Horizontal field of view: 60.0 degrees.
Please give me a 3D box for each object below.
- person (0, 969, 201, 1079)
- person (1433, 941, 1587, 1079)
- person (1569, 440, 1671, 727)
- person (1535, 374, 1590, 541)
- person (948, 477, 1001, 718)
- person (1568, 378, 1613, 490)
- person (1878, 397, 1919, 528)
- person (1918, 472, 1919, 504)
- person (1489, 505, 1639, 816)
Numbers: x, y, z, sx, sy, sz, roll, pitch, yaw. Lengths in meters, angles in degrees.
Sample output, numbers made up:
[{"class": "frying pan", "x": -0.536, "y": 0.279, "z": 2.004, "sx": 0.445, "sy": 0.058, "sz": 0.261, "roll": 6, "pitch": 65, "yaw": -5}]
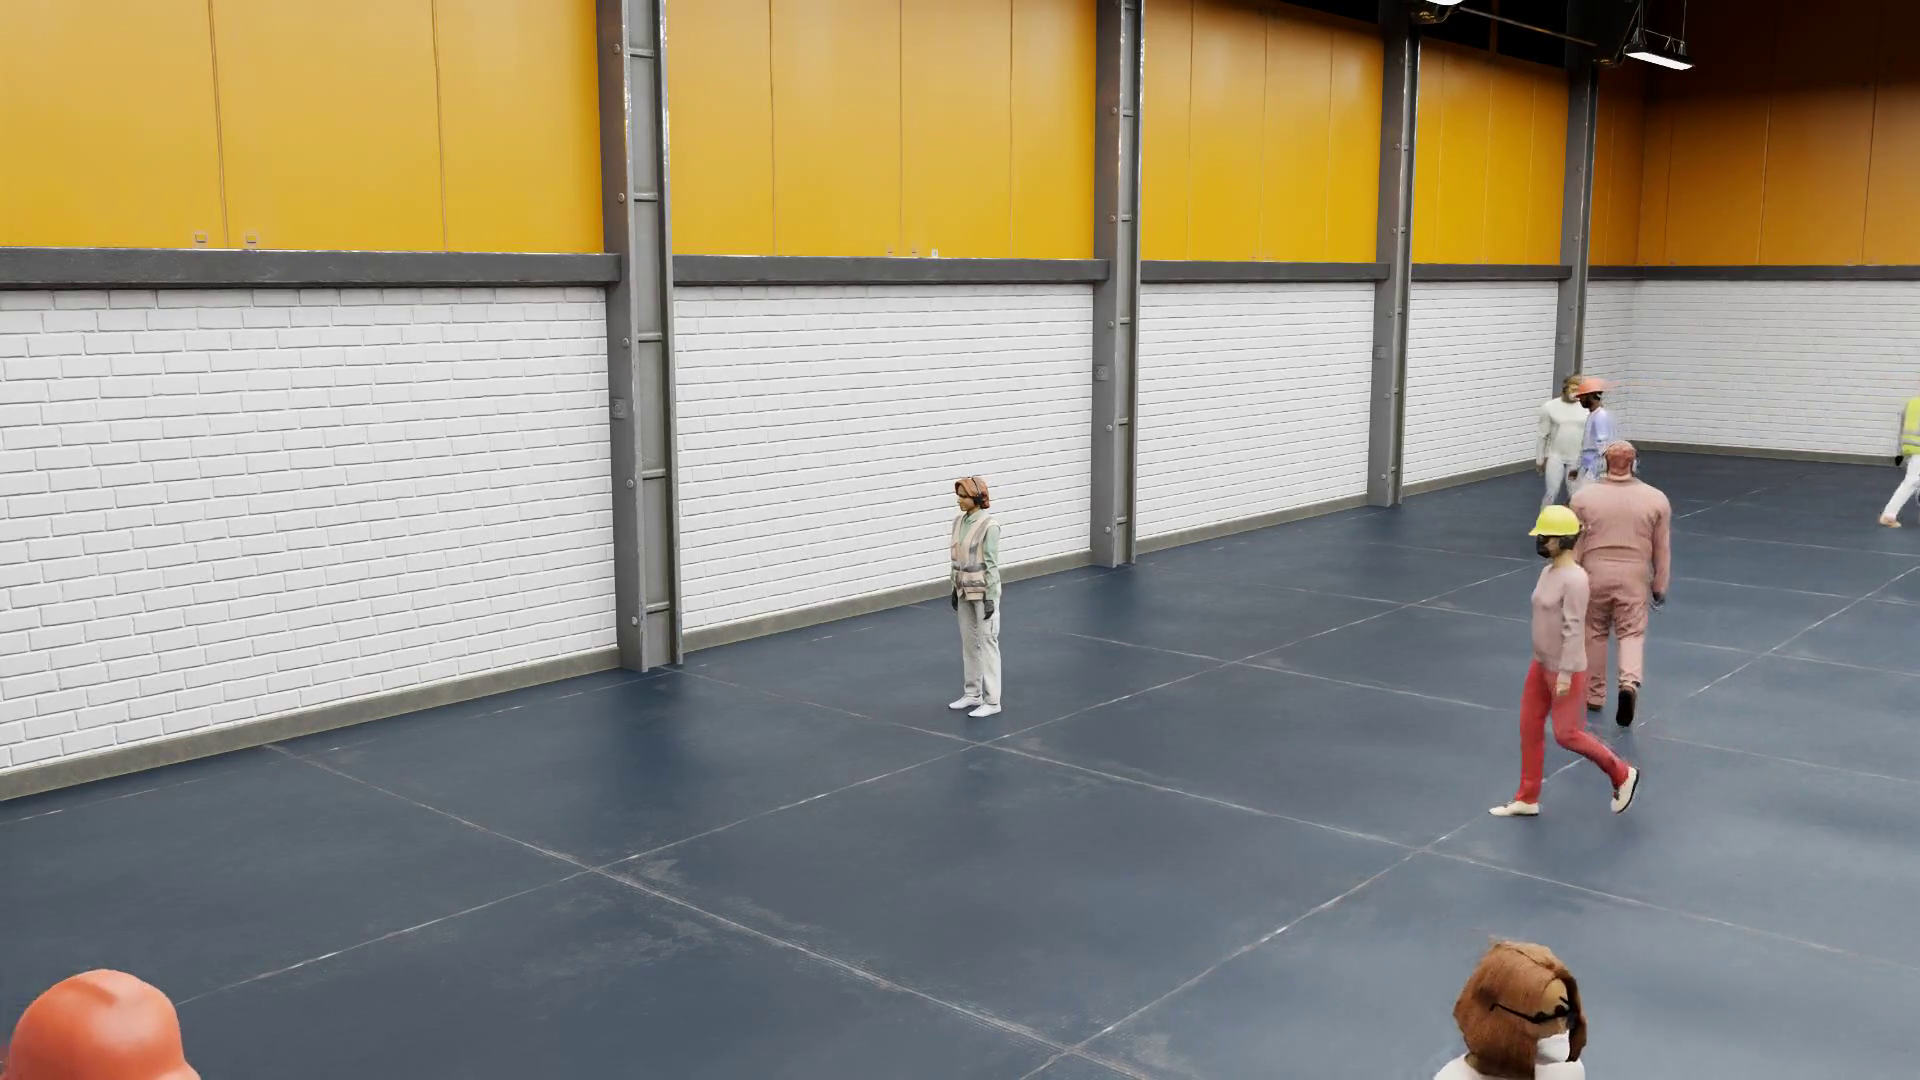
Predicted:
[{"class": "person", "x": -1.429, "y": 1.599, "z": 2.698, "sx": 0.568, "sy": 1.918, "sz": 0.566, "roll": 5, "pitch": 10, "yaw": 28}, {"class": "person", "x": 1.186, "y": 1.623, "z": 3.554, "sx": 0.519, "sy": 1.581, "sz": 0.872, "roll": -7, "pitch": 11, "yaw": -36}, {"class": "person", "x": 4.374, "y": 0.282, "z": 11.091, "sx": 0.654, "sy": 1.888, "sz": 0.793, "roll": 3, "pitch": 10, "yaw": 19}, {"class": "person", "x": 6.644, "y": -0.873, "z": 18.243, "sx": 0.642, "sy": 1.910, "sz": 0.616, "roll": 2, "pitch": 9, "yaw": 12}, {"class": "person", "x": 0.106, "y": 0.380, "z": 11.260, "sx": 0.316, "sy": 1.629, "sz": 0.509, "roll": -6, "pitch": 11, "yaw": -34}, {"class": "person", "x": 6.605, "y": -0.759, "z": 17.587, "sx": 0.915, "sy": 1.888, "sz": 0.556, "roll": 3, "pitch": 10, "yaw": 20}, {"class": "person", "x": 11.269, "y": -1.025, "z": 19.592, "sx": 0.912, "sy": 1.798, "sz": 0.612, "roll": -1, "pitch": 9, "yaw": -4}, {"class": "person", "x": 9.445, "y": -0.463, "z": 15.748, "sx": 0.673, "sy": 1.883, "sz": 0.589, "roll": 7, "pitch": 11, "yaw": 37}, {"class": "person", "x": 3.319, "y": 0.676, "z": 9.028, "sx": 0.700, "sy": 1.748, "sz": 0.519, "roll": -1, "pitch": 9, "yaw": -4}]
